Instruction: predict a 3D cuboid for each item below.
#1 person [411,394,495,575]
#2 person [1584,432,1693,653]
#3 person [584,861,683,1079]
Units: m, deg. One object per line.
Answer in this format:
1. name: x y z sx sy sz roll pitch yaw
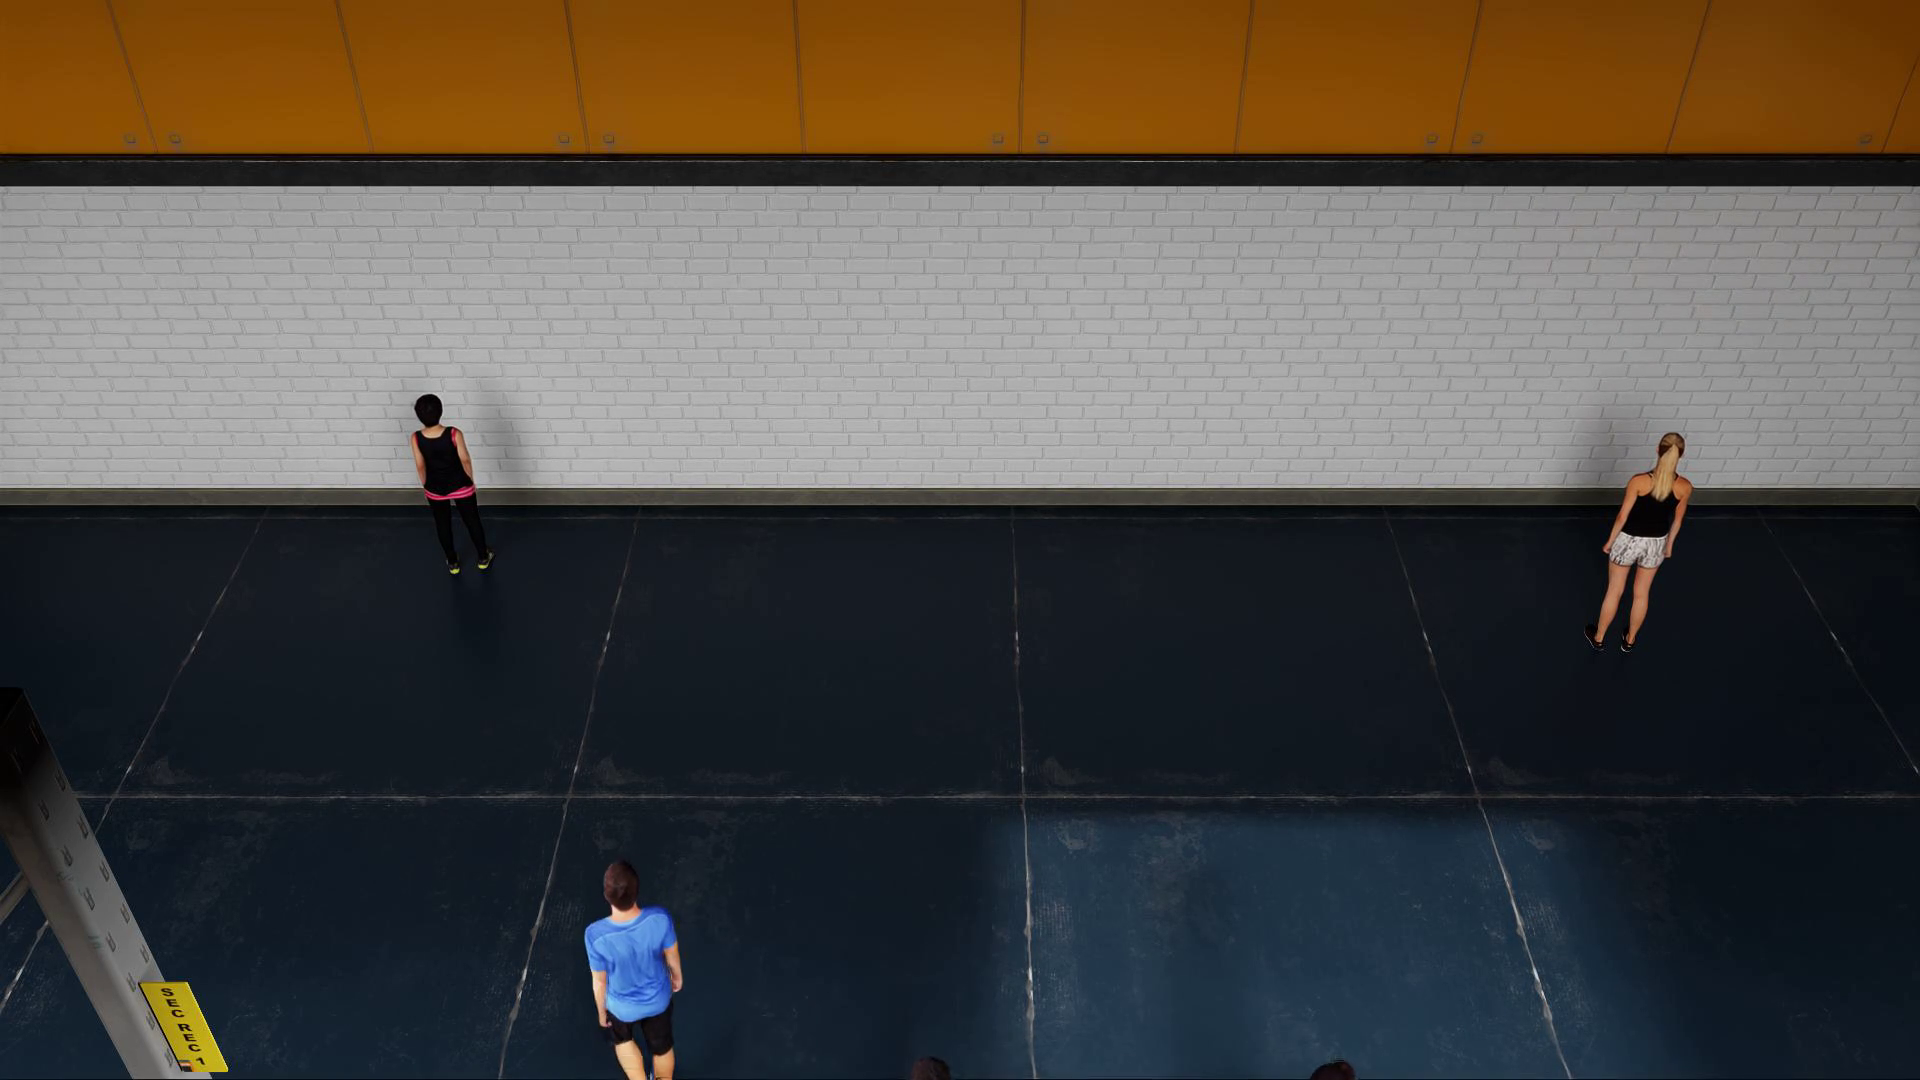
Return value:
1. person: -3.809 -0.420 12.366 0.572 1.552 0.553 -6 39 -8
2. person: 4.744 0.015 11.586 0.650 1.845 0.565 6 39 7
3. person: -1.633 2.425 8.561 0.769 1.855 0.843 -16 41 -19
